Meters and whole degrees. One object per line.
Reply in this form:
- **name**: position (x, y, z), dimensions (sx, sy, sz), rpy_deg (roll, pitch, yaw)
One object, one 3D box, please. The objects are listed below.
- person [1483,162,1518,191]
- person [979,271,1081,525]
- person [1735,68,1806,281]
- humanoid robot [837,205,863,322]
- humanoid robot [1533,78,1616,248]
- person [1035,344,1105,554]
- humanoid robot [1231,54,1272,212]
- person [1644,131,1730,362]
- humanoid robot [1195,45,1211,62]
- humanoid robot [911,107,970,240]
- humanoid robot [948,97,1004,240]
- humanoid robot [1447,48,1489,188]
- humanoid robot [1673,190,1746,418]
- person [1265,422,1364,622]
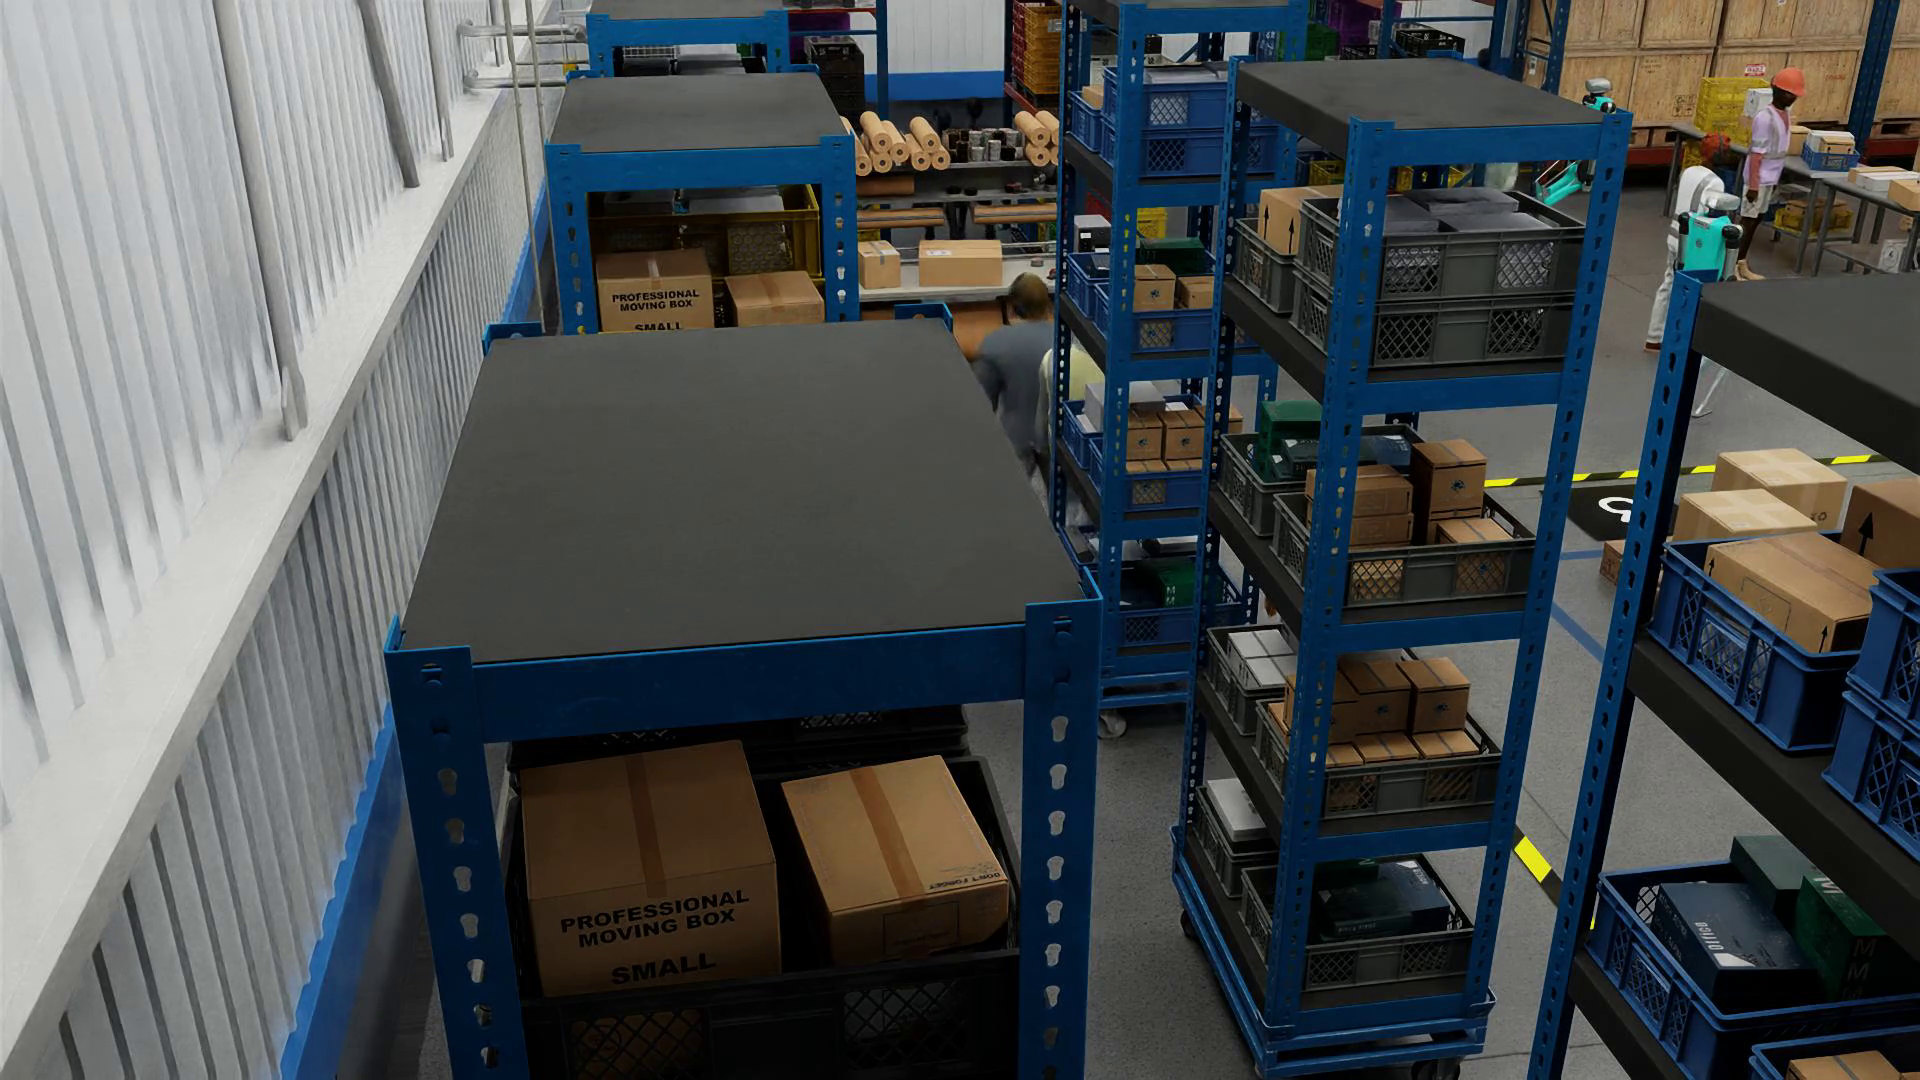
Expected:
- **person**: position (5.030, -3.354, 15.651), dimensions (0.382, 1.898, 0.707), rpy_deg (0, 25, 0)
- **person**: position (0.444, -0.593, 9.632), dimensions (0.691, 1.908, 0.748), rpy_deg (1, 25, 3)
- **person**: position (7.515, -3.362, 15.500), dimensions (0.403, 2.030, 0.608), rpy_deg (21, 32, 38)
- **humanoid robot**: position (-0.864, -2.279, 13.576), dimensions (0.590, 1.640, 0.608), rpy_deg (0, 25, 0)
- **humanoid robot**: position (5.979, -3.688, 16.438), dimensions (0.742, 1.692, 0.536), rpy_deg (-2, 25, -4)
- **person**: position (0.743, -0.472, 9.461), dimensions (0.670, 1.824, 0.458), rpy_deg (13, 28, 26)
- **humanoid robot**: position (3.142, -4.416, 18.018), dimensions (0.744, 1.694, 0.530), rpy_deg (-17, 30, -33)
- **person**: position (5.945, -2.373, 13.542), dimensions (0.356, 1.876, 0.572), rpy_deg (-1, 25, -3)
- **humanoid robot**: position (2.484, -4.661, 18.599), dimensions (0.674, 1.747, 0.549), rpy_deg (-2, 25, -3)
- **humanoid robot**: position (-0.185, -3.275, 15.742), dimensions (0.601, 1.632, 0.588), rpy_deg (-10, 27, -21)
- **humanoid robot**: position (0.135, -3.474, 16.222), dimensions (0.599, 1.654, 0.537), rpy_deg (3, 25, 7)
- **humanoid robot**: position (5.918, -4.784, 19.032), dimensions (0.595, 1.632, 0.690), rpy_deg (-17, 29, -32)
- **humanoid robot**: position (5.558, -1.740, 12.162), dimensions (0.735, 1.677, 0.533), rpy_deg (-11, 27, -23)
- **person**: position (1.742, 0.211, 7.946), dimensions (0.599, 1.850, 0.385), rpy_deg (-4, 25, -9)
